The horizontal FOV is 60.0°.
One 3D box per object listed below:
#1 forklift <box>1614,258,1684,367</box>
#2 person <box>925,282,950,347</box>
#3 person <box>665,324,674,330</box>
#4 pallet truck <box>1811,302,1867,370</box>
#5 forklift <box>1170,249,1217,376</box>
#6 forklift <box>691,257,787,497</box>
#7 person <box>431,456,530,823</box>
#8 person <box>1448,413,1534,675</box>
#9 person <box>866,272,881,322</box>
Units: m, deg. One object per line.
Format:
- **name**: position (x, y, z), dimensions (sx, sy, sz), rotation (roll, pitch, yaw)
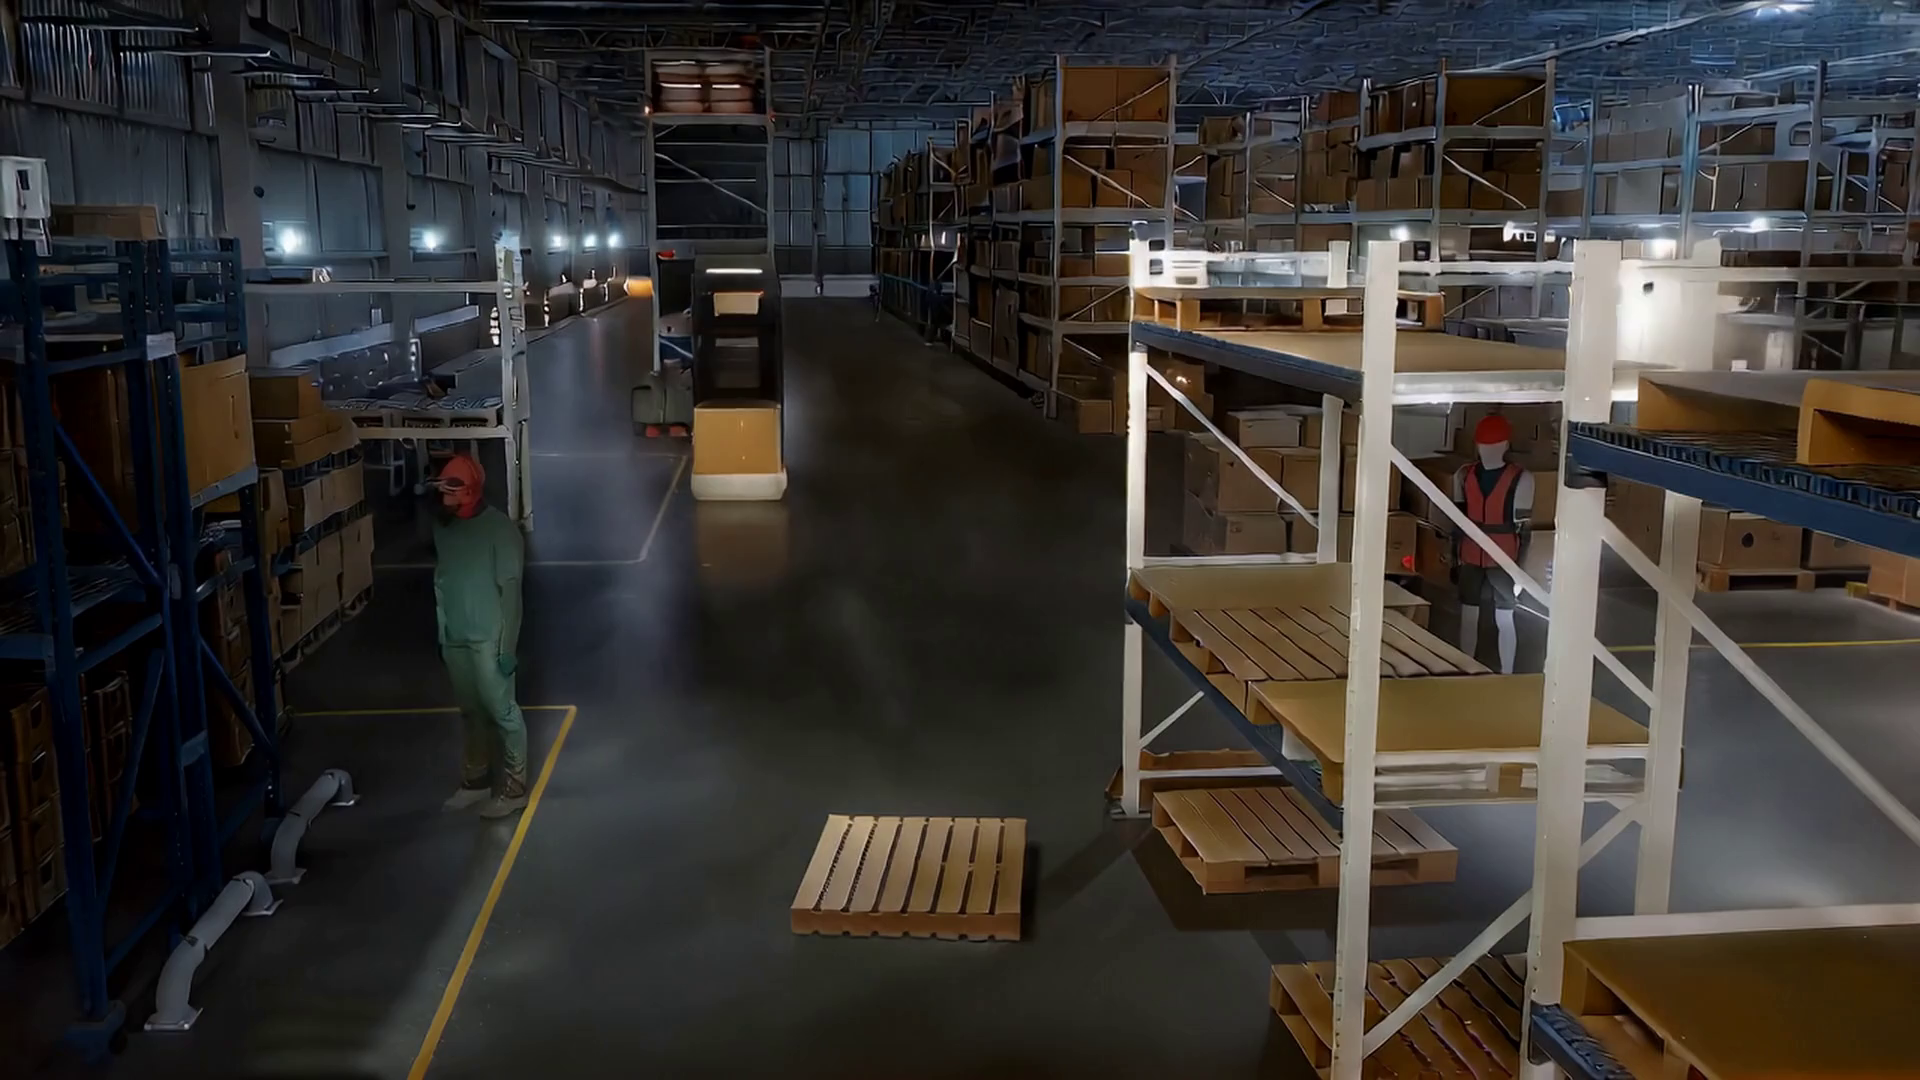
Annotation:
- **forklift**: position (7.710, -1.785, 18.824), dimensions (1.873, 2.768, 1.129), rotation (-1, 10, -7)
- **person**: position (-0.558, -6.431, 47.411), dimensions (0.991, 1.853, 0.666), rotation (0, 10, -3)
- **person**: position (-9.886, -8.094, 56.355), dimensions (0.622, 1.956, 0.981), rotation (-1, 10, -4)
- **pallet truck**: position (15.846, -3.142, 28.793), dimensions (1.885, 1.965, 0.823), rotation (2, 10, 12)
- **forklift**: position (5.083, -5.142, 37.425), dimensions (1.129, 2.768, 1.873), rotation (-1, 10, -6)
- **forklift**: position (-2.686, -2.012, 20.084), dimensions (1.129, 2.768, 1.873), rotation (-1, 10, -6)
- **person**: position (-2.526, 0.511, 8.742), dimensions (0.631, 1.931, 0.366), rotation (7, 12, 33)
- **person**: position (3.447, 0.128, 10.882), dimensions (0.542, 1.928, 0.399), rotation (8, 13, 39)
- **person**: position (-3.220, -9.012, 61.734), dimensions (0.564, 1.846, 0.393), rotation (-1, 10, -7)
